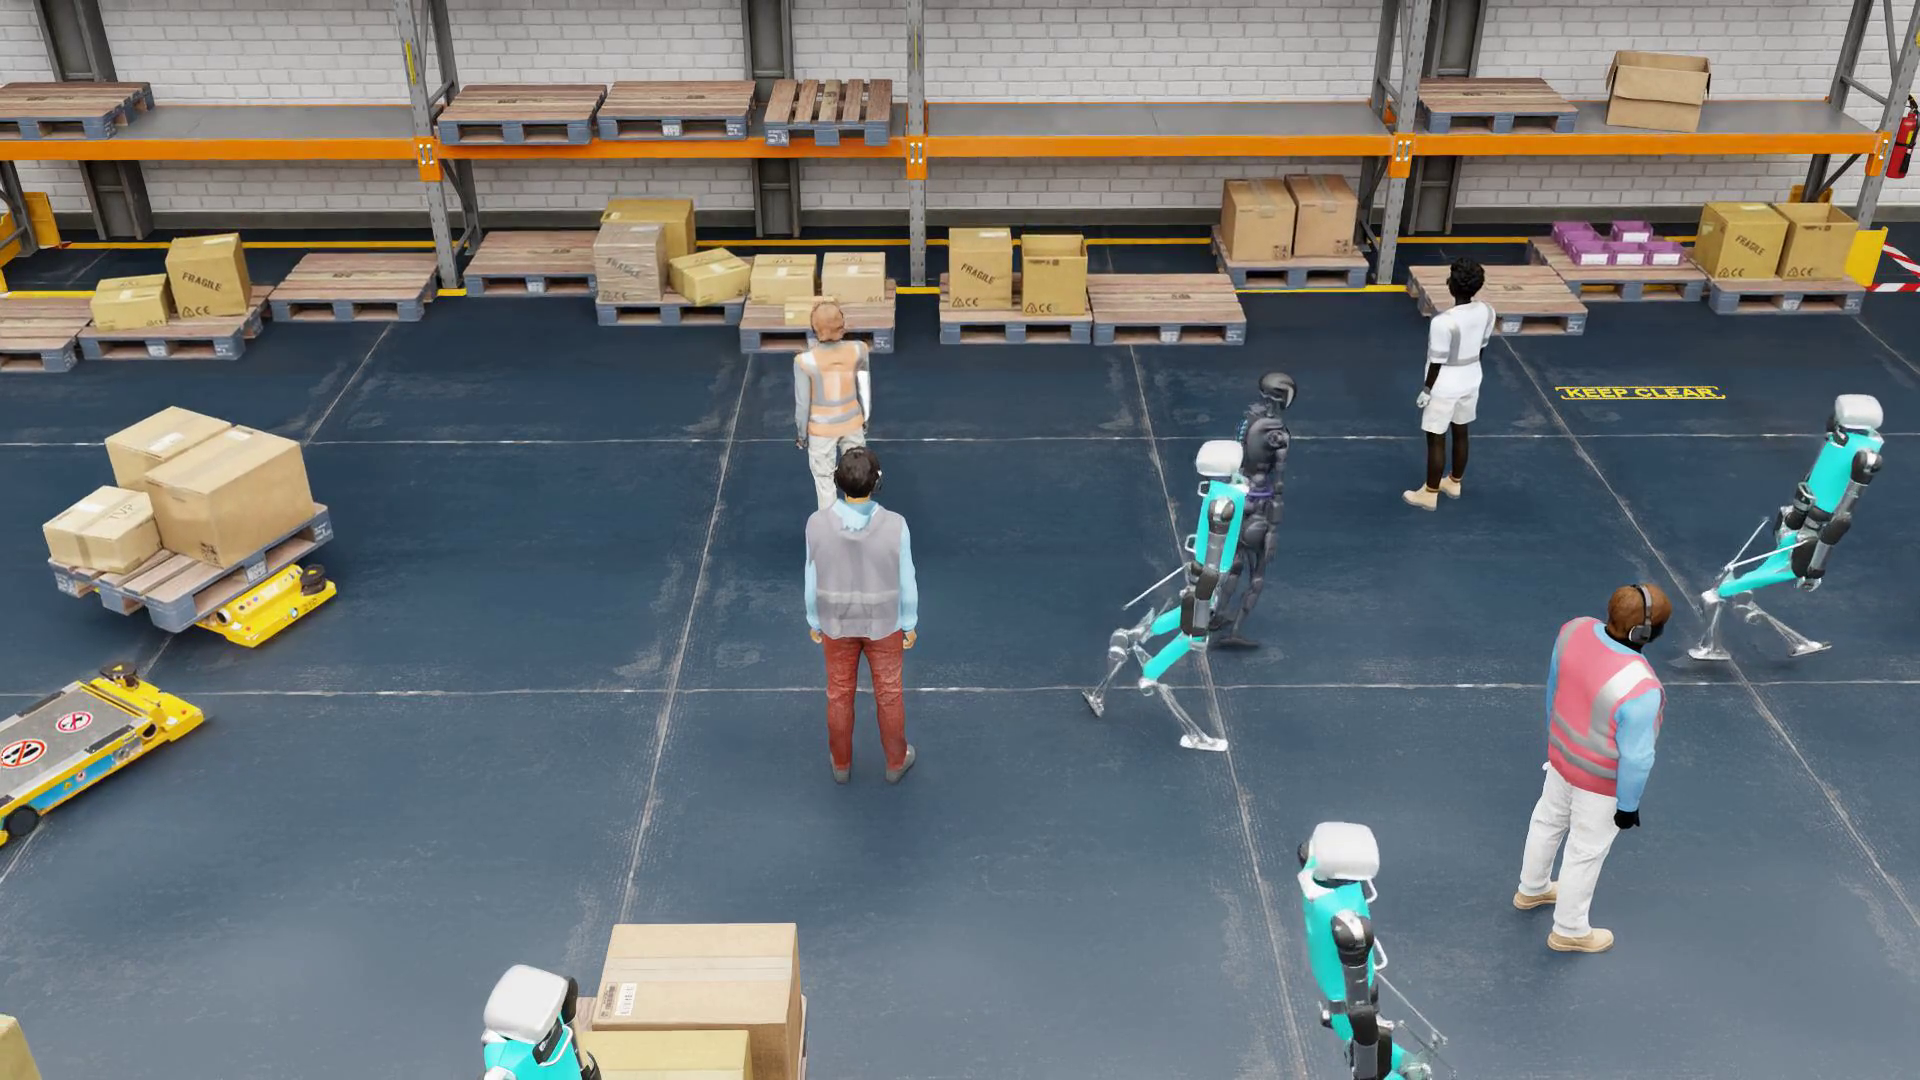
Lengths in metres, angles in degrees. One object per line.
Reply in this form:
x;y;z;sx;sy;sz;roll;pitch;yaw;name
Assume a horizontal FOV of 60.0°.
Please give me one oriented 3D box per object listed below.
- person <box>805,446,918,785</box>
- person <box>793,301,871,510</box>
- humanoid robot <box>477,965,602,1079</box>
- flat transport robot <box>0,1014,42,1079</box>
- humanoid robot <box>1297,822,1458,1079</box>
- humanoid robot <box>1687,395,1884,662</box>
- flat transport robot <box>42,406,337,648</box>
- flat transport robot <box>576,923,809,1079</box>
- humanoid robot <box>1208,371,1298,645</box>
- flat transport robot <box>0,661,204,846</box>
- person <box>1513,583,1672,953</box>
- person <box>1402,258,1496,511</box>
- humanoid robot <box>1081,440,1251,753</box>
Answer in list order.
-0.480;0.409;8.166;0.546;1.877;0.407;2;31;3;person
-0.774;-0.688;10.222;0.516;1.638;0.313;-16;35;-25;person
-1.093;2.082;5.385;0.735;1.681;0.533;7;32;11;humanoid robot
-4.019;2.601;6.081;1.431;0.231;0.659;8;32;14;flat transport robot
1.573;1.767;6.074;0.827;1.807;0.564;-4;31;-7;humanoid robot
4.378;0.017;8.960;1.016;1.732;0.534;4;31;6;humanoid robot
-4.537;0.239;10.013;1.431;0.231;0.659;15;34;23;flat transport robot
-1.121;2.429;6.367;1.431;0.231;0.659;0;31;-1;flat transport robot
1.628;-0.189;9.374;0.416;1.639;0.611;-9;32;-14;humanoid robot
-4.710;1.132;8.526;0.659;0.231;1.431;18;35;27;flat transport robot
2.777;0.979;7.254;0.429;1.842;0.629;-7;32;-12;person
3.145;-0.993;10.675;0.536;1.695;0.321;-19;36;-29;person
0.975;0.288;8.543;0.938;1.795;0.558;8;32;14;humanoid robot
